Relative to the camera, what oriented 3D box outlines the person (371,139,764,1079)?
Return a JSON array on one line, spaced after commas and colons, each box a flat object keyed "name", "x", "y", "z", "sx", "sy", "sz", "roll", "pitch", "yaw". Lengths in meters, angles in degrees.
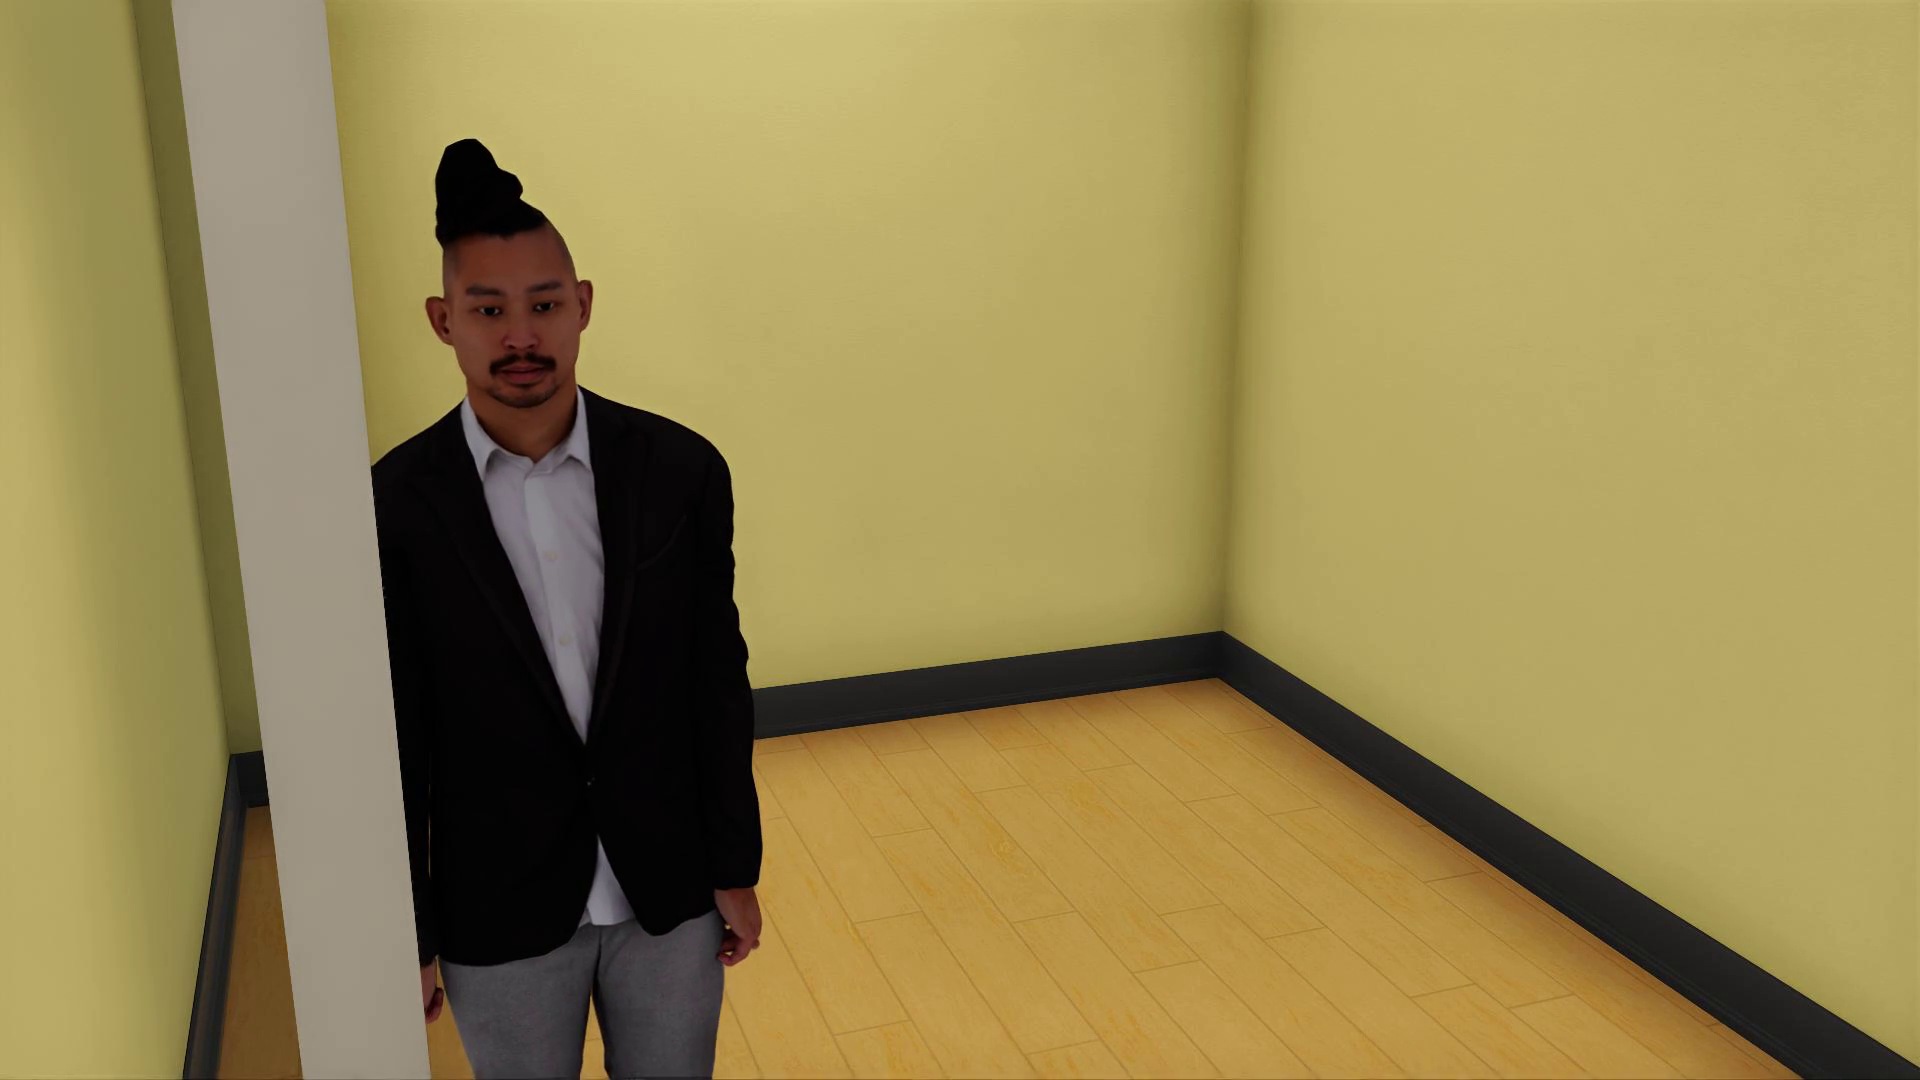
[{"name": "person", "x": -0.550, "y": 0.433, "z": 2.344, "sx": 0.543, "sy": 1.952, "sz": 0.773, "roll": -7, "pitch": 17, "yaw": -22}]
